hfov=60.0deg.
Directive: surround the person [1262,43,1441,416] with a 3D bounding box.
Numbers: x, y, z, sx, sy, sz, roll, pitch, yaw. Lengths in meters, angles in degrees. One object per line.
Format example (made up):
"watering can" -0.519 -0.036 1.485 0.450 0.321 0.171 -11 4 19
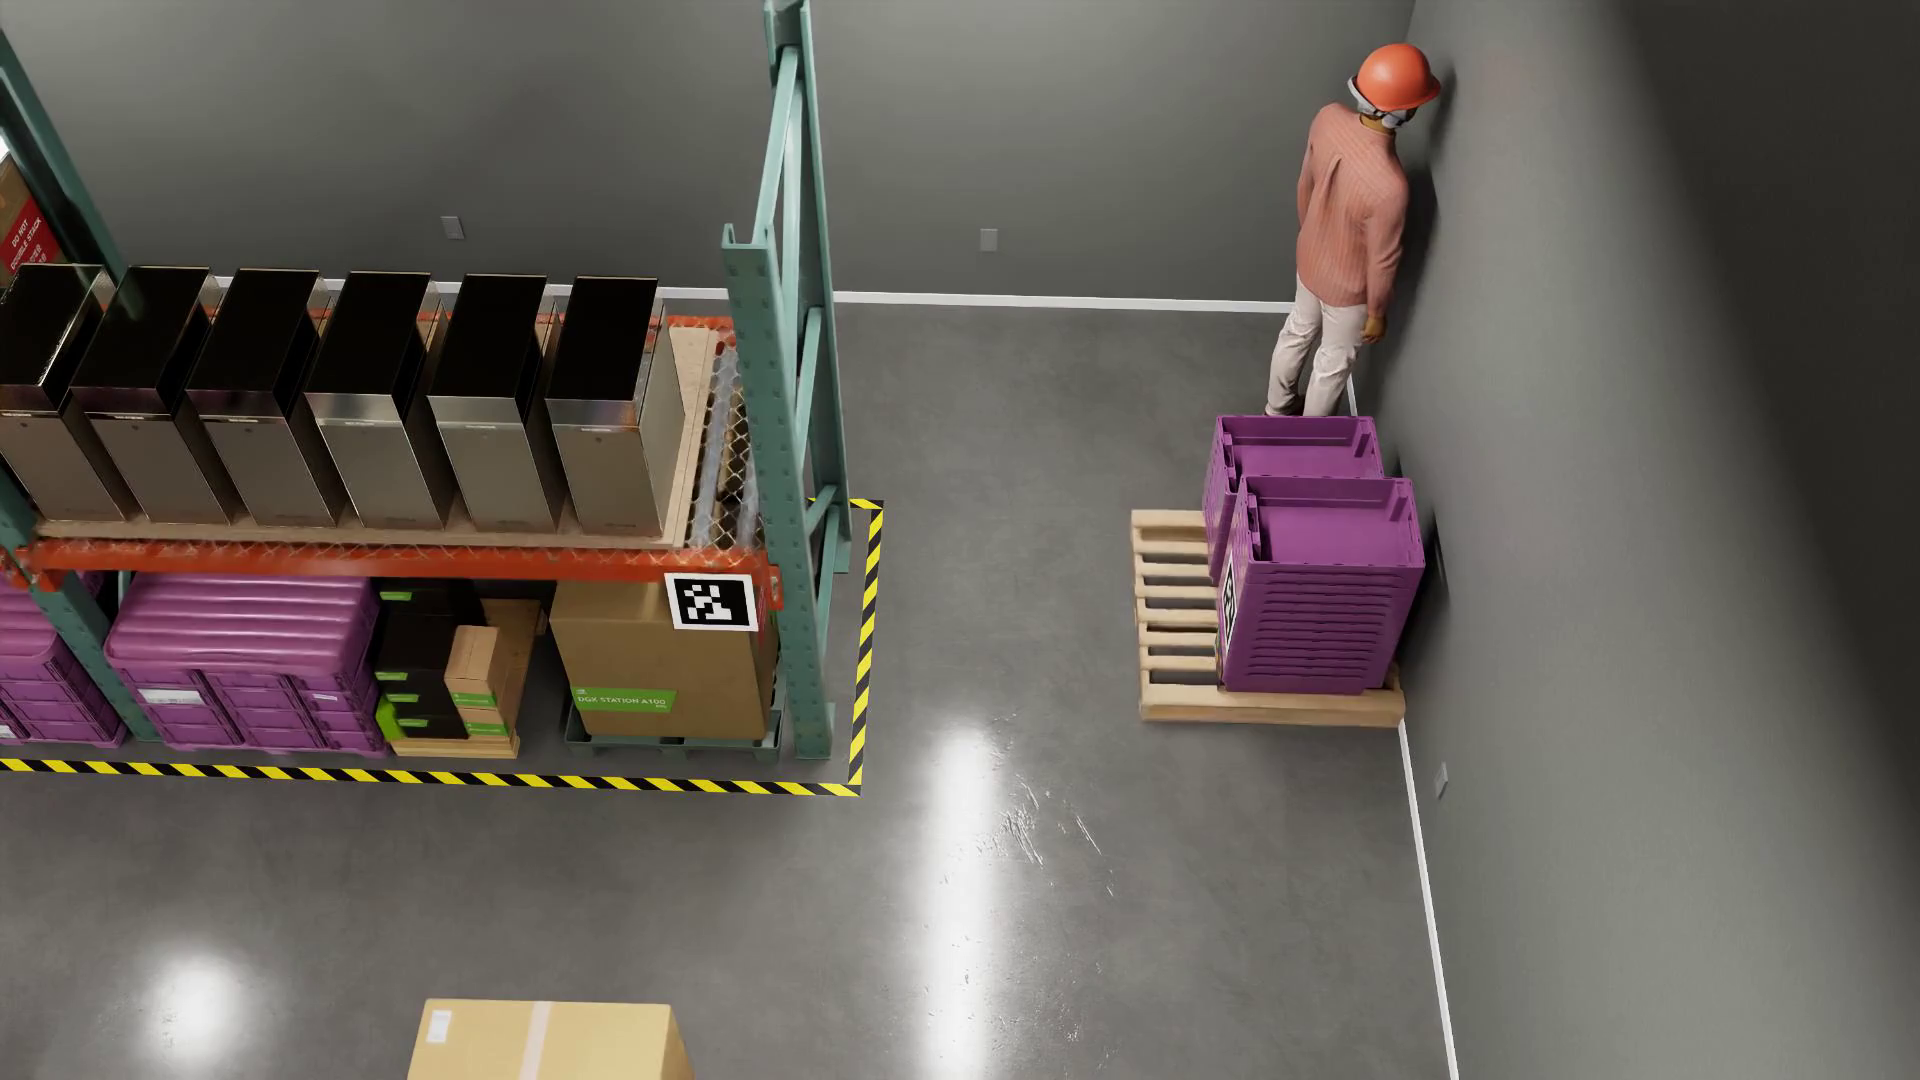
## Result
"person" 1.507 -1.062 6.493 0.381 1.996 0.608 -17 54 -13
